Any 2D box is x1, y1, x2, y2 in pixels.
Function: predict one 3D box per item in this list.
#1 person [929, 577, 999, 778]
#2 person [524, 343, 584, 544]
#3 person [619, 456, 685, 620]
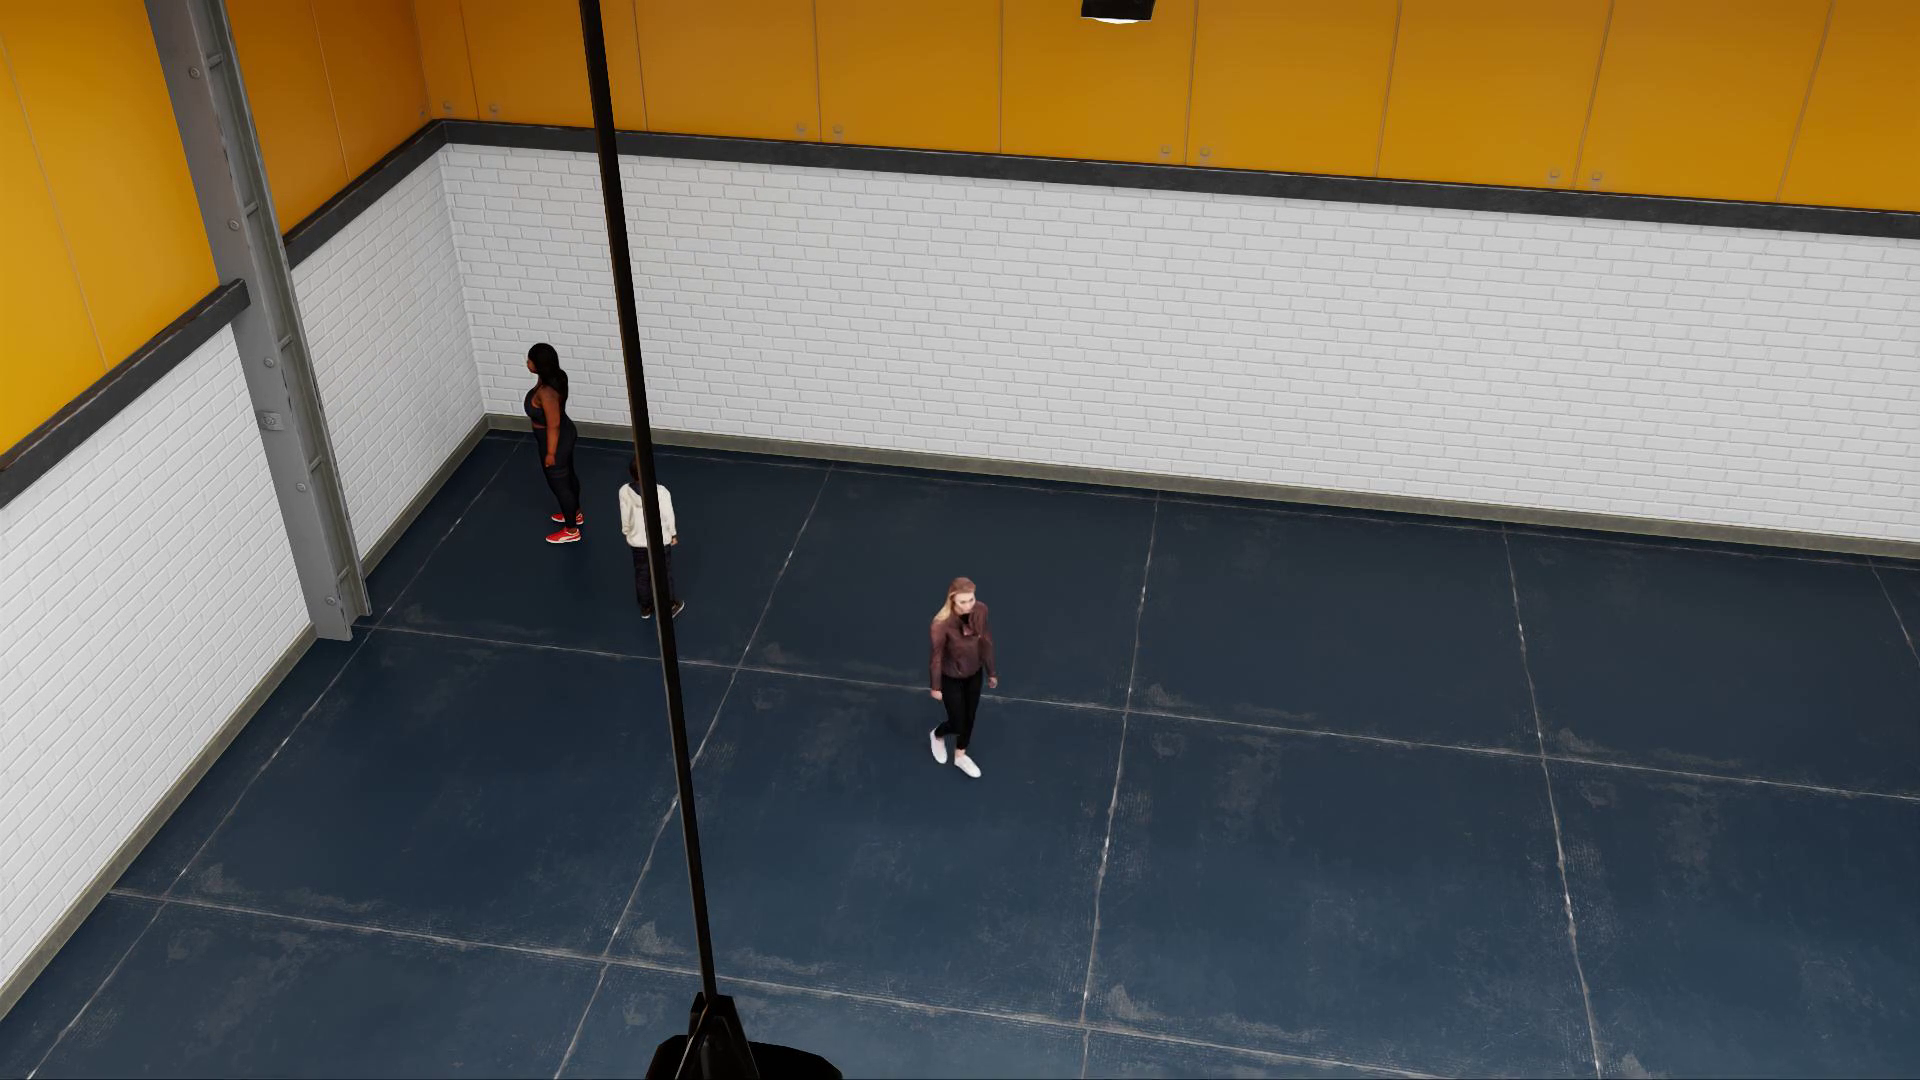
[{"bbox_3d":[-0.042,0.898,11.429,0.767,1.690,0.831,-25,41,-32],"label":"person"},{"bbox_3d":[-3.379,-0.835,13.922,0.775,1.816,0.624,-2,34,-3],"label":"person"},{"bbox_3d":[-2.435,-0.021,13.025,0.582,1.454,0.502,3,34,5],"label":"person"}]
